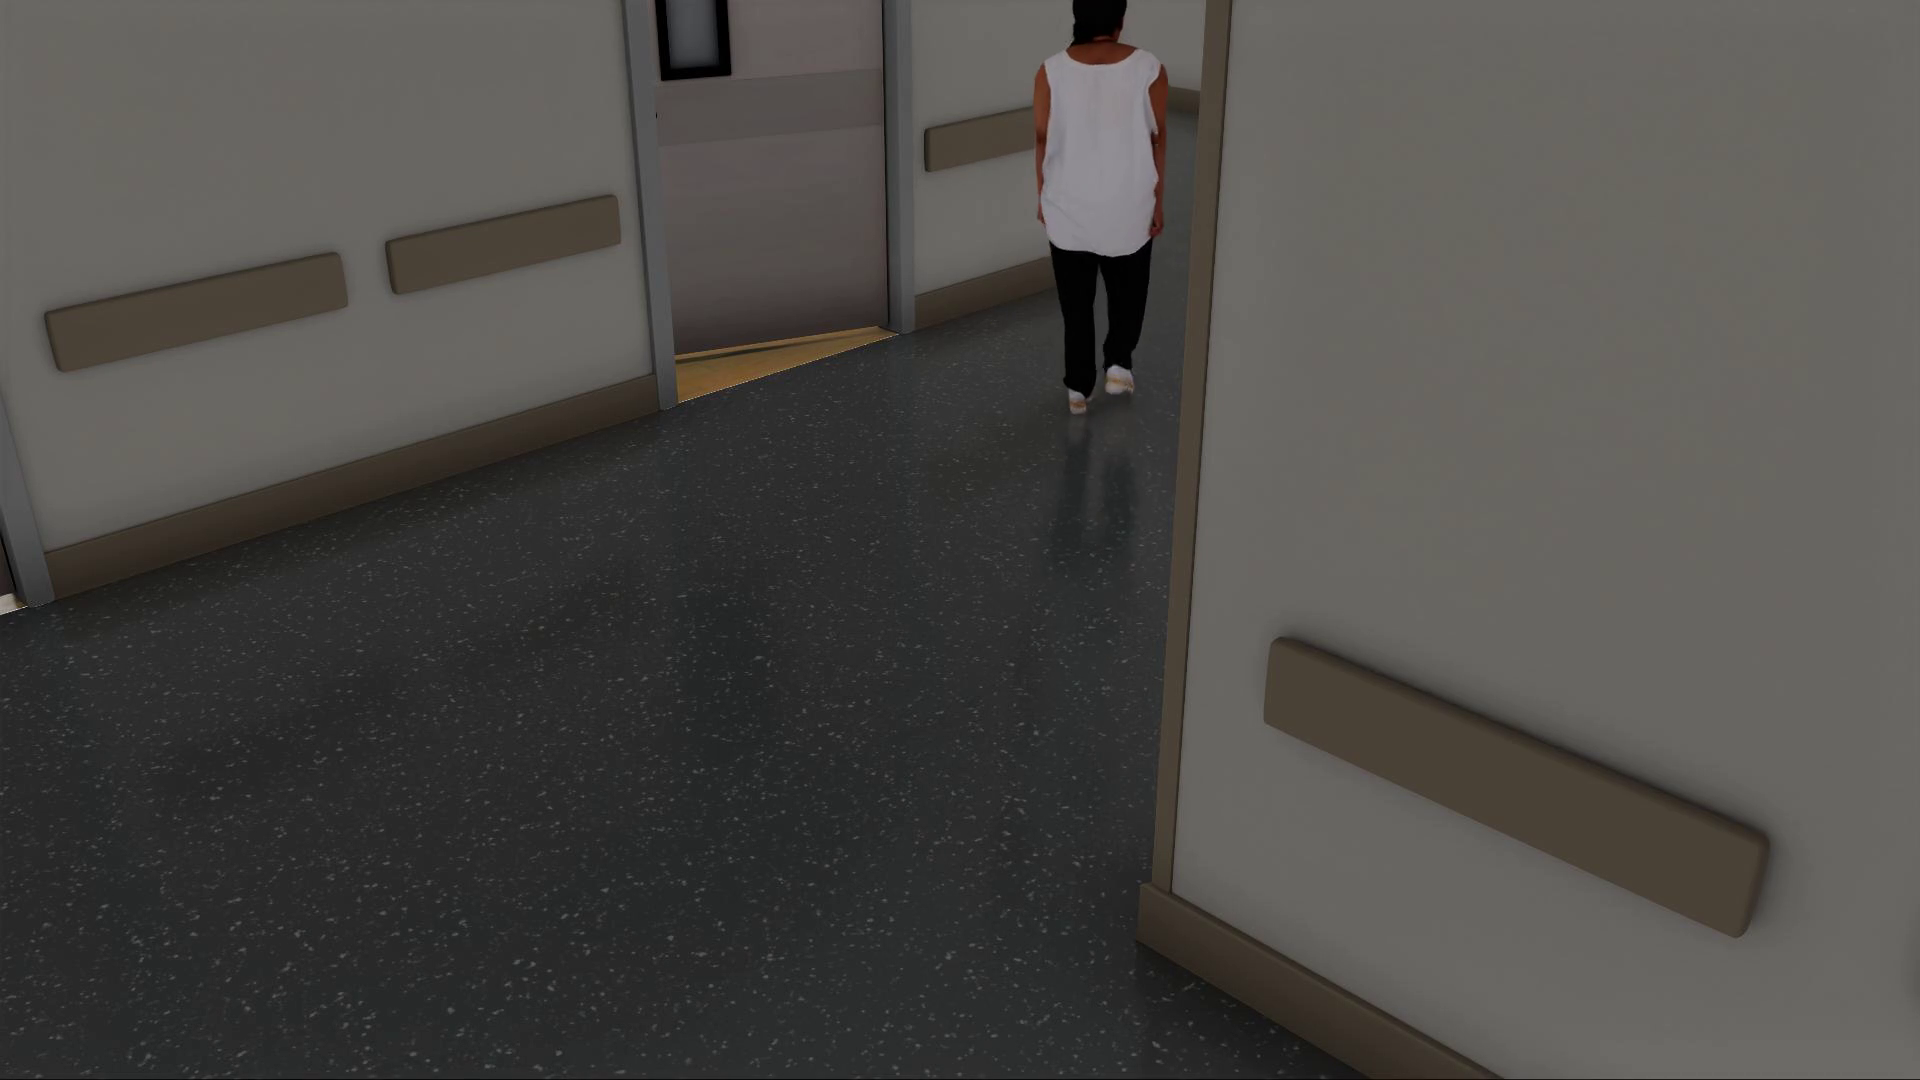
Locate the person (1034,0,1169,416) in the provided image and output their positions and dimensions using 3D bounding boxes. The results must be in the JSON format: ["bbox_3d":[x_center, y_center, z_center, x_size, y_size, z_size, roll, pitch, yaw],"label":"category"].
[{"bbox_3d":[0.521,-1.274,6.333,0.788,1.680,0.820,5,26,10],"label":"person"}]
